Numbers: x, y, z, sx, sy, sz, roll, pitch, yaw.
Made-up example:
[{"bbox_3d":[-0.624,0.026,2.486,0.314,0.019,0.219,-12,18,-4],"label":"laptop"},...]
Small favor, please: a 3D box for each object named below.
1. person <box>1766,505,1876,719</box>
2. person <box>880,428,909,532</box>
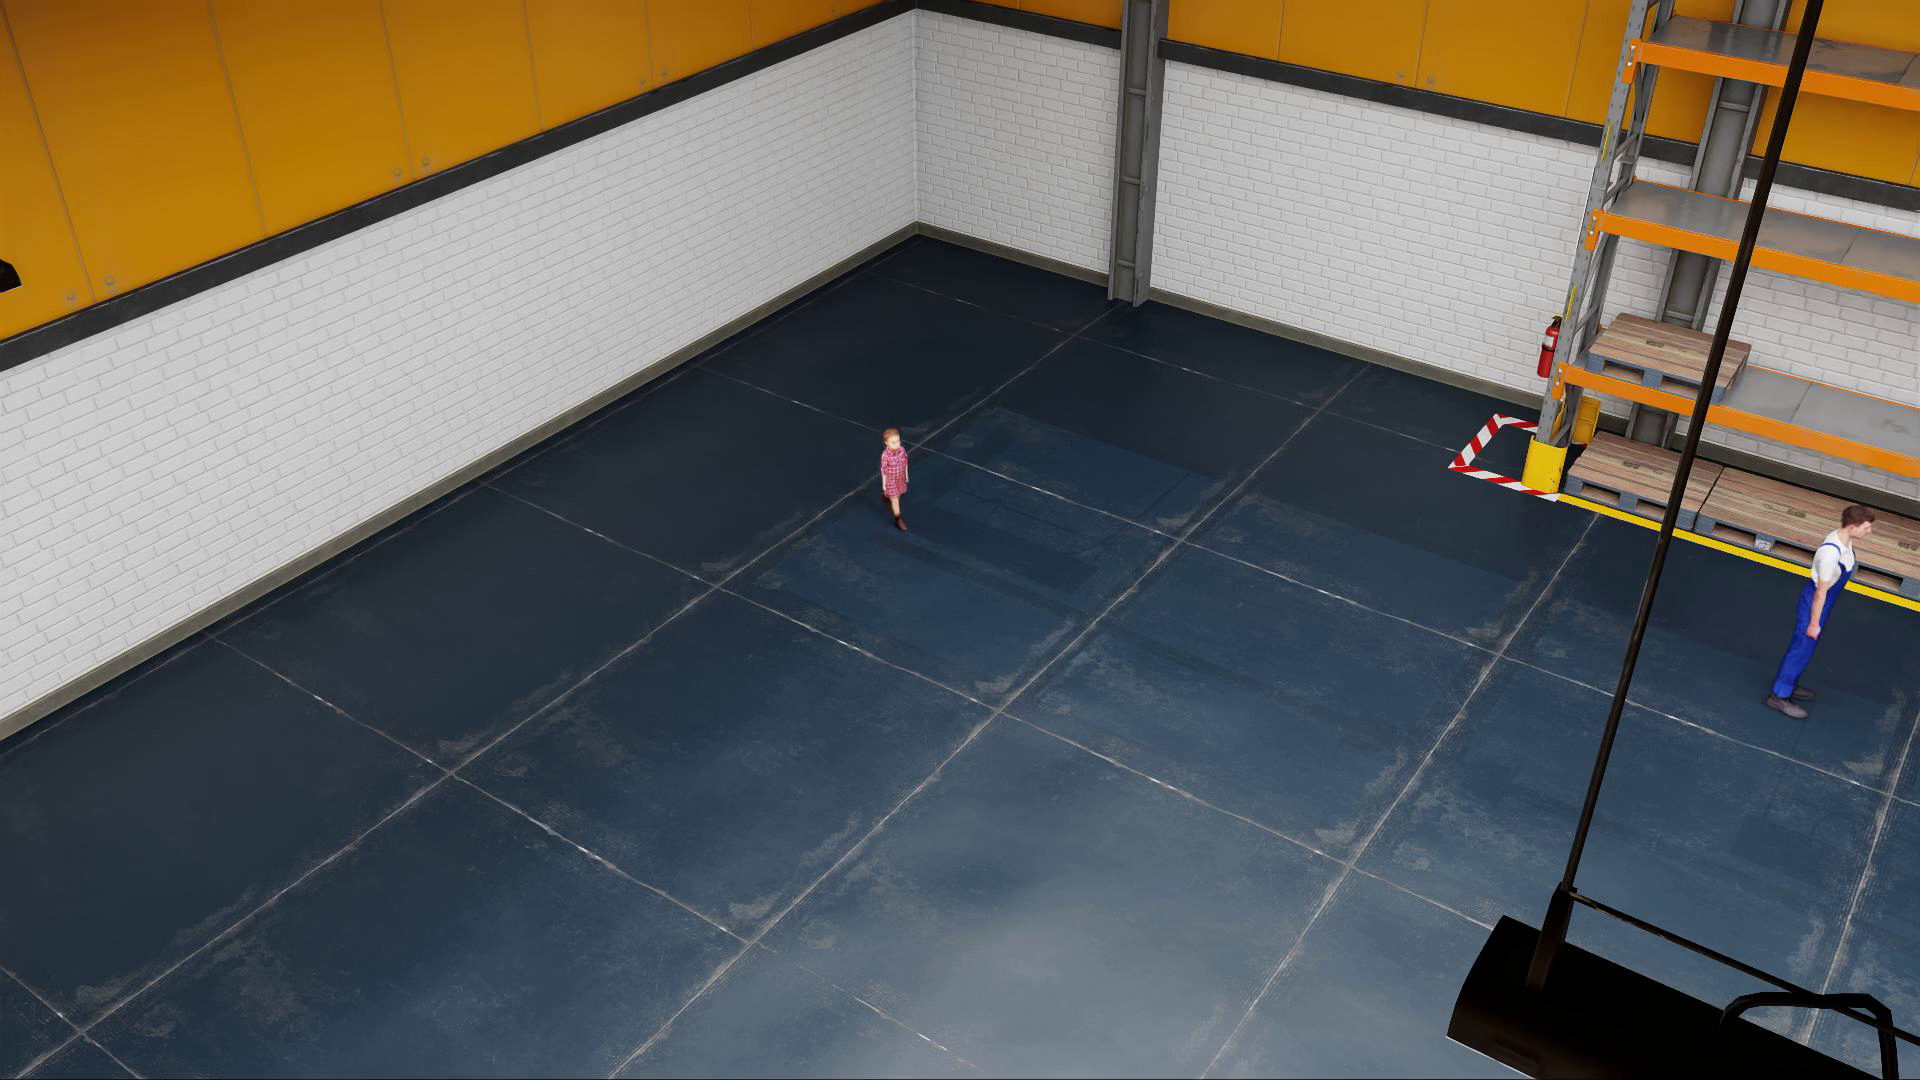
[{"bbox_3d":[6.612,0.505,12.848,0.585,1.848,0.632,23,40,31],"label":"person"},{"bbox_3d":[-0.613,-0.599,15.266,0.549,1.010,0.711,-21,39,-29],"label":"person"}]
